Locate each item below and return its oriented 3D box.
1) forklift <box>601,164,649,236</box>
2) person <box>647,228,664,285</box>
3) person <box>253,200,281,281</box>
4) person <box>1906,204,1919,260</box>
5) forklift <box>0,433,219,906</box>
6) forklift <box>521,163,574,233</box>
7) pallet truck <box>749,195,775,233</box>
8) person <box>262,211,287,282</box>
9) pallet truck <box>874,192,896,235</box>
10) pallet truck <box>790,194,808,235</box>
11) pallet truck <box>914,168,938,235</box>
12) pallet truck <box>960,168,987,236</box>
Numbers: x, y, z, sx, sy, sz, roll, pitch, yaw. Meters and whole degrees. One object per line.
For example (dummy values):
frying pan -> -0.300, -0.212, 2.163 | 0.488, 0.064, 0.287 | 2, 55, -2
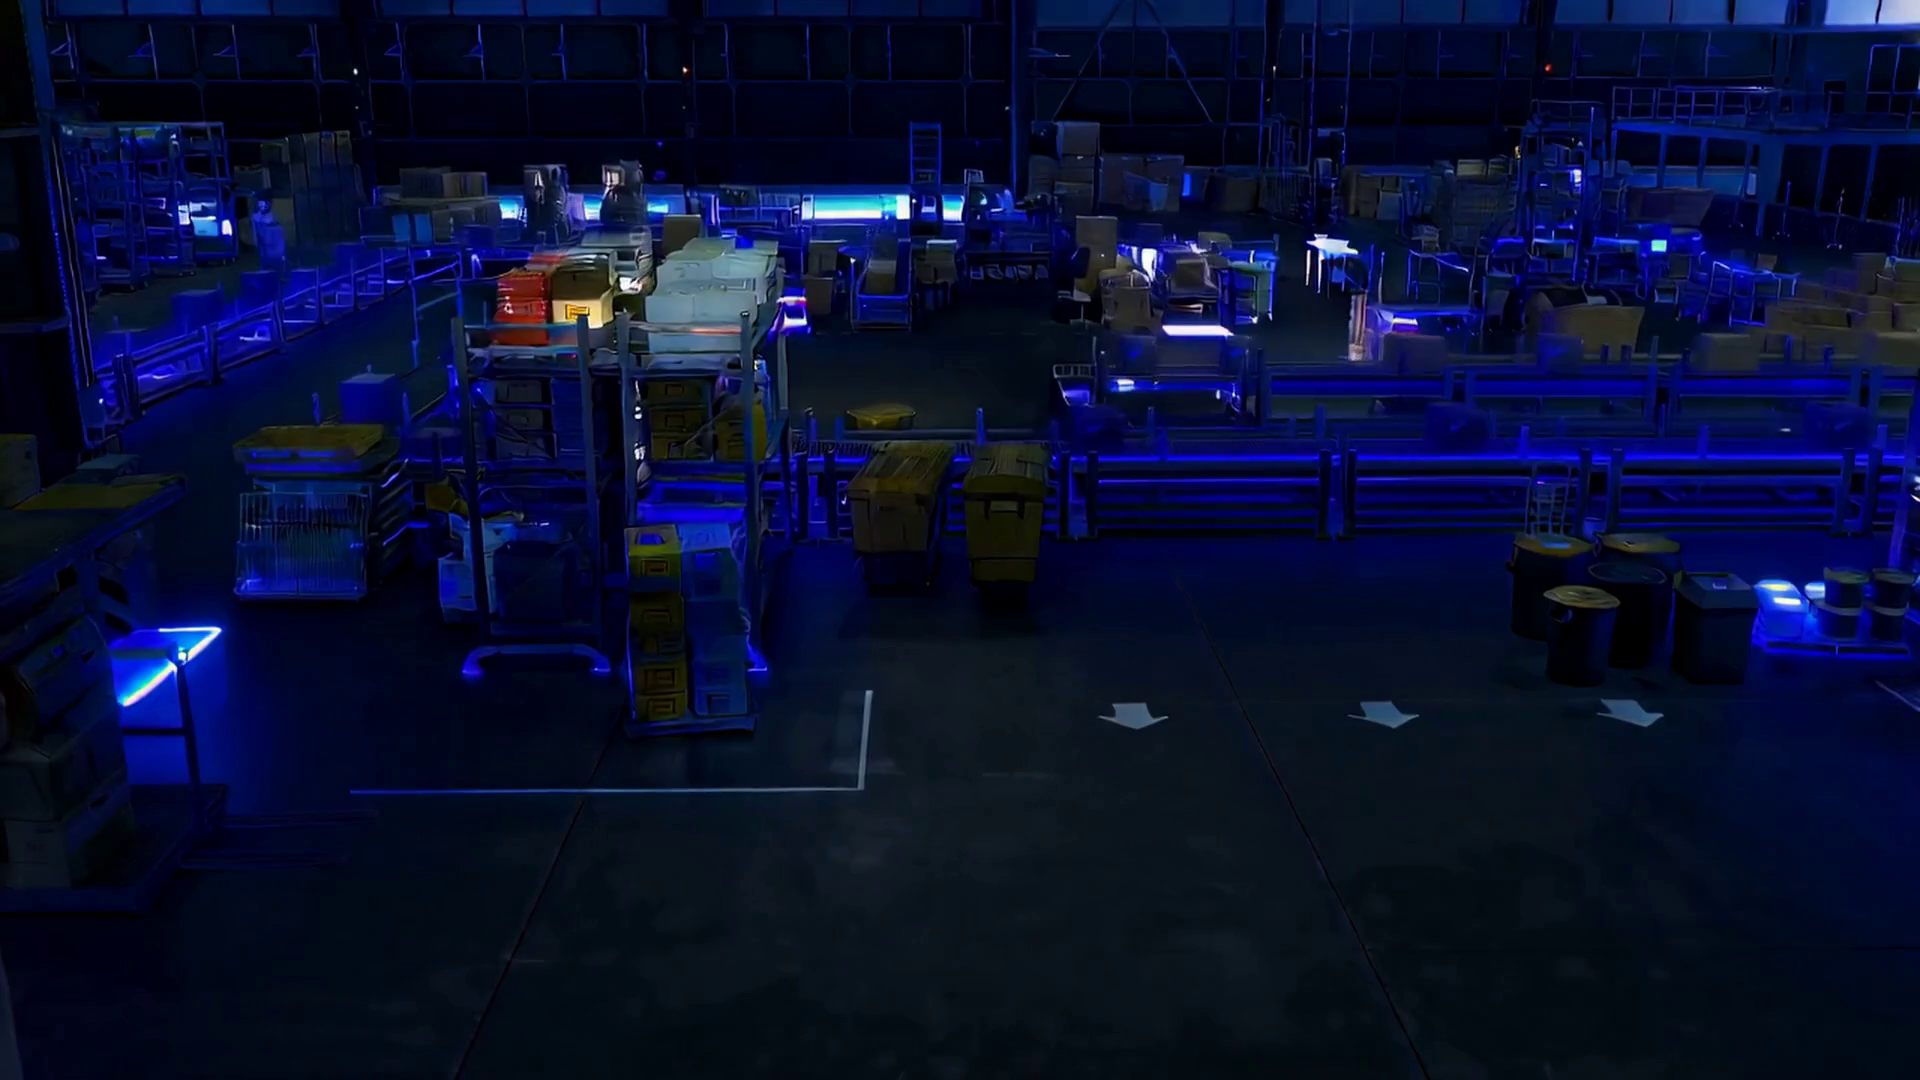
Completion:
forklift -> -9.948, -10.127, 49.296 | 1.157, 1.987, 2.680 | -1, 16, -3
person -> -6.294, -5.519, 34.243 | 0.314, 1.769, 0.524 | 11, 20, 35
person -> -16.391, -7.073, 39.396 | 0.641, 1.909, 0.409 | -3, 16, -11
person -> 23.713, -7.617, 41.041 | 0.605, 2.045, 0.378 | 7, 18, 23
forklift -> -5.952, 0.780, 10.366 | 1.873, 2.768, 1.129 | 0, 16, -1
forklift -> -12.233, -10.122, 49.298 | 1.157, 1.987, 2.680 | 0, 16, -1
pallet truck -> -6.051, -9.967, 50.660 | 0.680, 1.201, 1.601 | 0, 16, -1
person -> -15.550, -6.534, 37.679 | 0.614, 1.813, 0.431 | 11, 20, 35
pallet truck -> -2.277, -9.986, 50.594 | 0.653, 1.274, 1.630 | 0, 16, -1
pallet truck -> -4.814, -9.883, 50.259 | 0.704, 1.261, 1.522 | -1, 16, -3
pallet truck -> -0.989, -10.316, 50.507 | 0.823, 1.965, 1.885 | 1, 16, 3
pallet truck -> 0.383, -10.230, 50.206 | 0.823, 1.965, 1.885 | -1, 16, -3
